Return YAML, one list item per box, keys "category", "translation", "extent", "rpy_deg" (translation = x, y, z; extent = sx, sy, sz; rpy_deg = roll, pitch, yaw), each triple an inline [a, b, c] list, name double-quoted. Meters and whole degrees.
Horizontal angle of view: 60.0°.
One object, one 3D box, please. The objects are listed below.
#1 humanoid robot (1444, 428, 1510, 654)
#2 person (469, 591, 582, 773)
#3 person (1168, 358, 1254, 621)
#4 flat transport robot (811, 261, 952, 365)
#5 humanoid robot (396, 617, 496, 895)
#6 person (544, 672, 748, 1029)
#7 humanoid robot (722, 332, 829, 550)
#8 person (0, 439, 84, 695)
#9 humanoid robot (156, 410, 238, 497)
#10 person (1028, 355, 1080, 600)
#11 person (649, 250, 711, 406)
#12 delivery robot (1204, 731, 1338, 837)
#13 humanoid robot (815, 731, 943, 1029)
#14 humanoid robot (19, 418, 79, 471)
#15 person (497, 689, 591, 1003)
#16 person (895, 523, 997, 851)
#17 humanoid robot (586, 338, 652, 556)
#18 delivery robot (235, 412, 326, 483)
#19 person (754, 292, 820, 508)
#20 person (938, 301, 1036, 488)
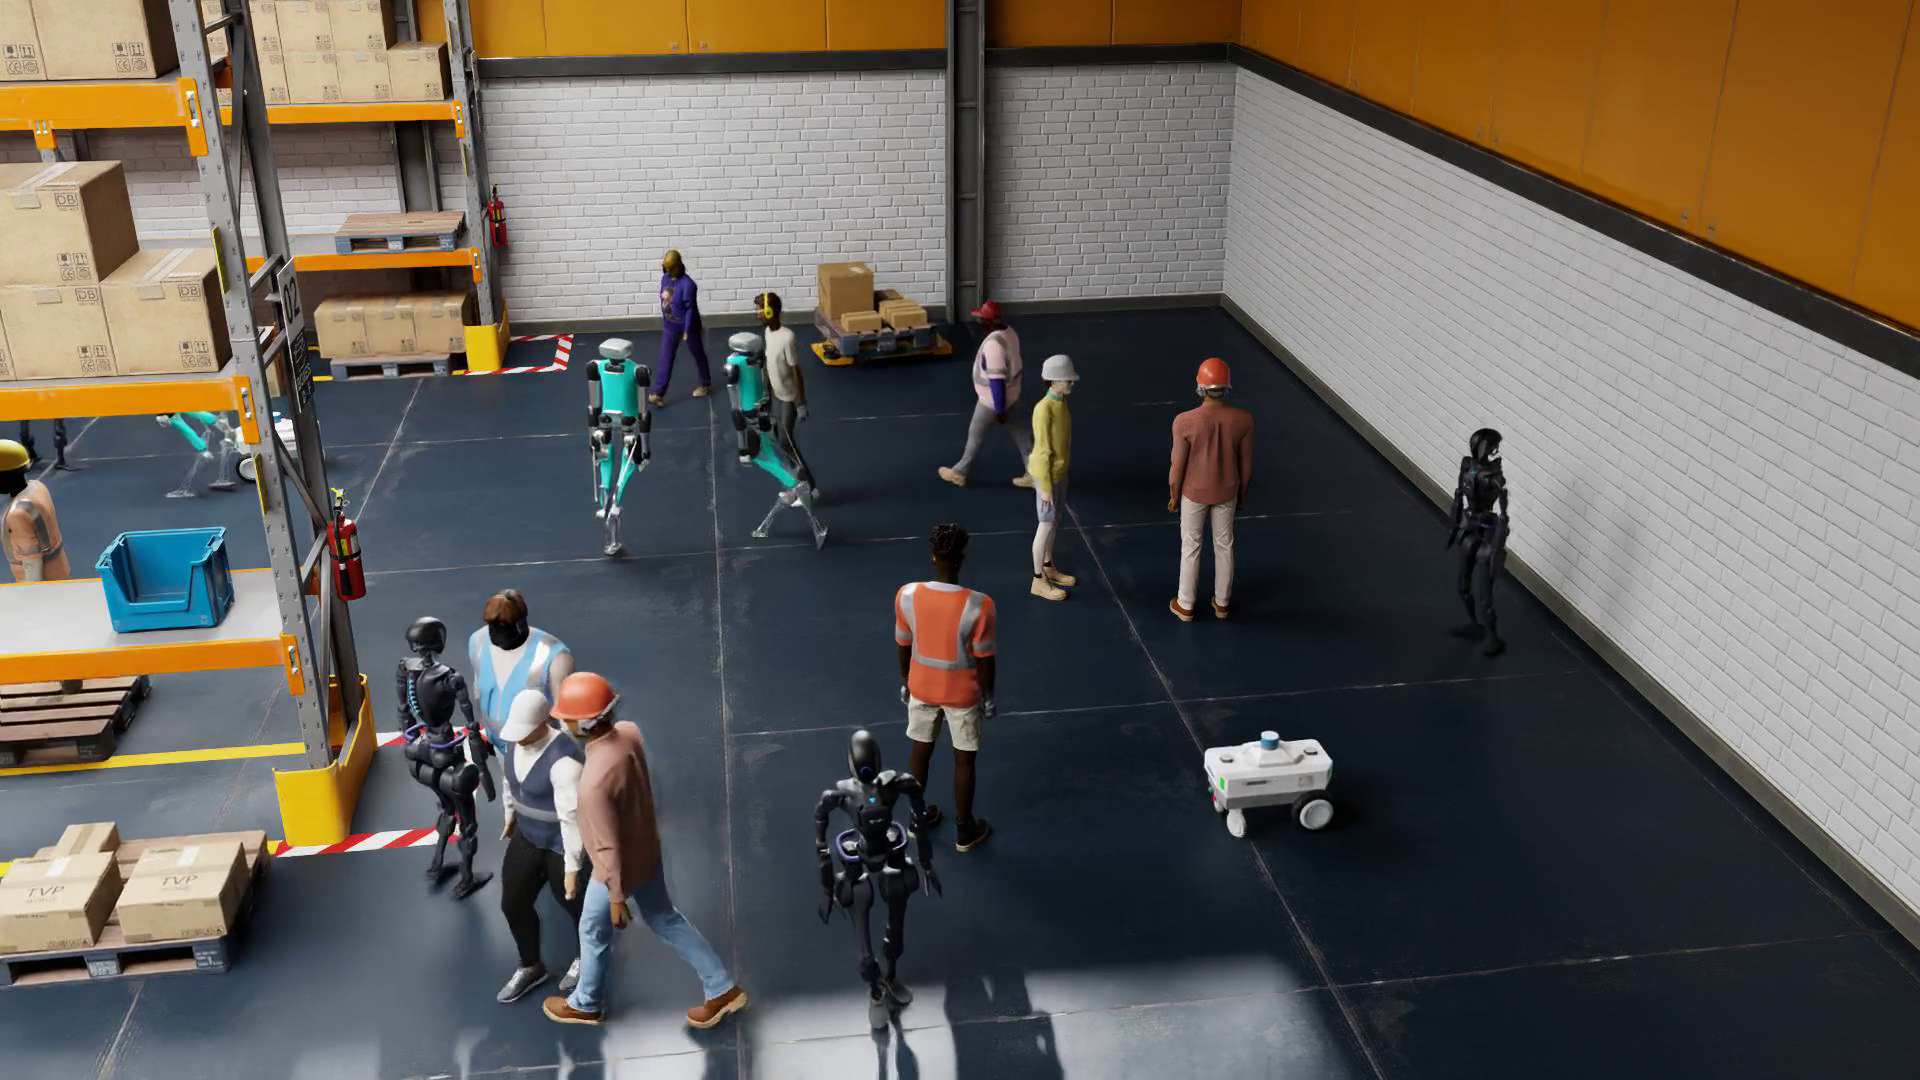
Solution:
- category: "humanoid robot"
  translation: [3.684, -0.019, 11.691]
  extent: [0.391, 1.632, 0.602]
  rpy_deg: [-8, 25, -17]
- category: "person"
  translation: [-2.332, 1.091, 9.007]
  extent: [0.639, 1.820, 0.444]
  rpy_deg: [11, 26, 23]
- category: "person"
  translation: [1.803, -0.358, 12.065]
  extent: [0.610, 1.997, 0.376]
  rpy_deg: [-4, 24, -8]
- category: "flat transport robot"
  translation: [-0.867, -2.157, 18.310]
  extent: [1.431, 0.231, 0.659]
  rpy_deg: [-8, 25, -17]
- category: "humanoid robot"
  translation: [-2.769, 1.166, 8.978]
  extent: [0.613, 1.648, 0.333]
  rpy_deg: [13, 27, 26]
- category: "person"
  translation: [-1.540, 1.511, 7.888]
  extent: [0.984, 1.949, 0.660]
  rpy_deg: [4, 24, 10]
- category: "humanoid robot"
  translation: [-1.388, -0.755, 13.309]
  extent: [1.003, 1.754, 0.533]
  rpy_deg: [12, 26, 25]
- category: "person"
  translation: [-5.949, 0.263, 10.736]
  extent: [0.367, 1.927, 0.587]
  rpy_deg: [-8, 25, -17]
- category: "humanoid robot"
  translation: [-6.568, -1.189, 14.299]
  extent: [0.823, 1.773, 0.543]
  rpy_deg: [0, 24, 0]
- category: "person"
  translation: [0.693, -0.481, 12.480]
  extent: [0.385, 1.889, 0.485]
  rpy_deg: [8, 25, 19]
- category: "person"
  translation: [-2.818, -2.120, 16.596]
  extent: [0.460, 1.566, 0.860]
  rpy_deg: [13, 27, 28]
- category: "delivery robot"
  translation: [1.832, 1.408, 9.818]
  extent: [0.750, 0.581, 0.520]
  rpy_deg: [-4, 24, -9]
- category: "humanoid robot"
  translation: [-0.391, 1.602, 8.012]
  extent: [0.617, 1.636, 0.520]
  rpy_deg: [-6, 25, -14]
- category: "humanoid robot"
  translation: [-8.234, -1.391, 14.823]
  extent: [0.611, 1.646, 0.463]
  rpy_deg: [-12, 27, -26]
- category: "person"
  translation: [-2.062, 1.518, 8.125]
  extent: [0.721, 1.728, 0.669]
  rpy_deg: [14, 27, 29]
- category: "person"
  translation: [-0.073, 0.828, 9.420]
  extent: [0.602, 1.955, 0.386]
  rpy_deg: [10, 26, 21]
- category: "humanoid robot"
  translation: [-2.734, -0.616, 13.031]
  extent: [0.543, 1.827, 0.745]
  rpy_deg: [6, 24, 13]
- category: "delivery robot"
  translation: [-6.151, -0.848, 14.989]
  extent: [0.808, 0.607, 0.499]
  rpy_deg: [-7, 25, -15]
- category: "person"
  translation: [-1.492, -1.211, 14.211]
  extent: [0.434, 1.828, 0.571]
  rpy_deg: [-12, 26, -25]
- category: "person"
  translation: [0.311, -1.257, 14.486]
  extent: [0.944, 1.700, 0.582]
  rpy_deg: [10, 26, 21]
